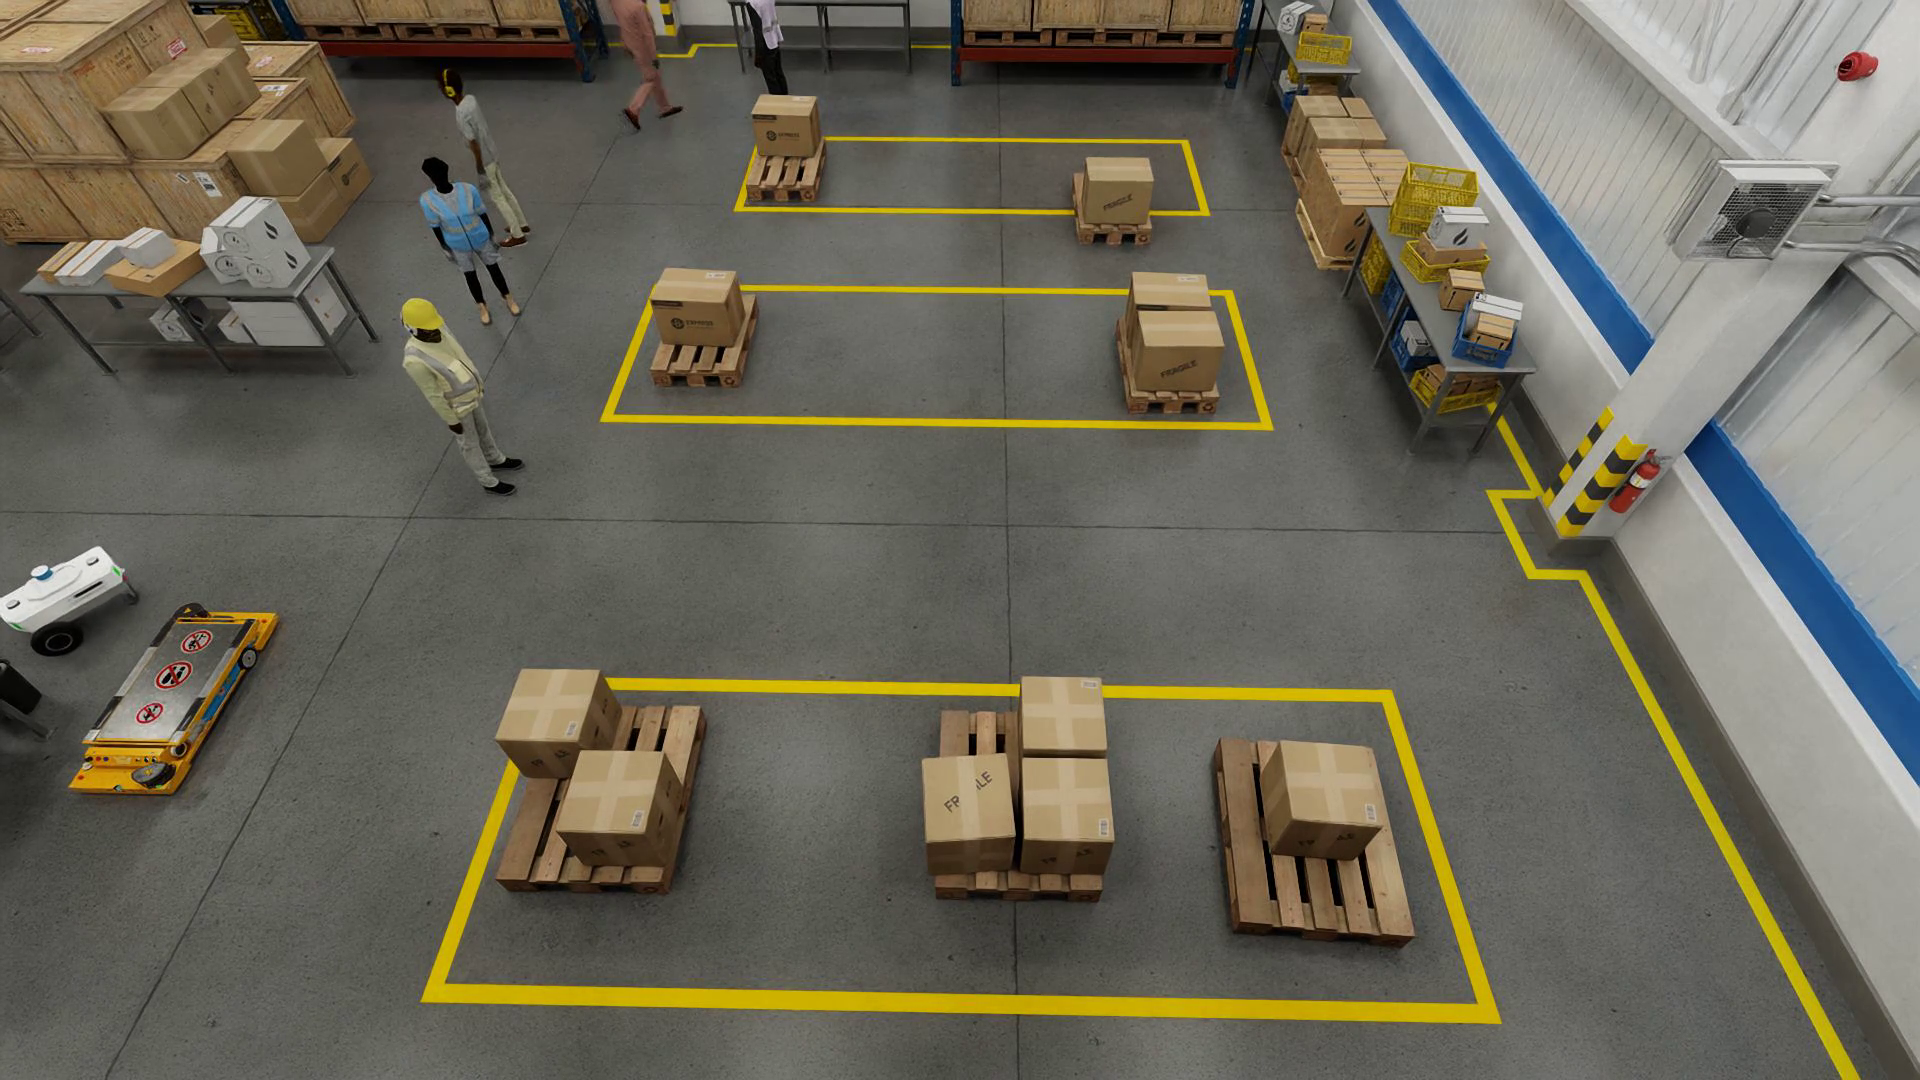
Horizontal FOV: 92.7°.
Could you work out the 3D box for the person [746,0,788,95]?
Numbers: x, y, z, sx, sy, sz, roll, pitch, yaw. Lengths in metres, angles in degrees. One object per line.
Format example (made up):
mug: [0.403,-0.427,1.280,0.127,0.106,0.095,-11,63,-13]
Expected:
person: [-2.435,-6.247,11.563,0.399,1.920,0.589,12,51,10]

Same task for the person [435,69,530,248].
person: [-5.041,-4.018,9.711,0.313,1.867,0.530,-6,50,-5]

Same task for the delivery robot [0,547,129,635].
delivery robot: [-6.633,0.376,6.787,0.477,0.478,0.707,32,57,24]

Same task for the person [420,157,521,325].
person: [-4.746,-2.882,8.859,0.540,1.695,0.317,-25,54,-20]

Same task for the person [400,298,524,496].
person: [-3.972,-1.129,7.294,0.404,1.825,0.586,-2,50,-2]

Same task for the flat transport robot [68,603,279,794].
flat transport robot: [-5.504,1.072,6.442,0.652,0.197,1.431,1,50,1]

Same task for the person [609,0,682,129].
person: [-4.058,-6.201,11.550,0.799,1.880,0.653,-36,58,-26]
